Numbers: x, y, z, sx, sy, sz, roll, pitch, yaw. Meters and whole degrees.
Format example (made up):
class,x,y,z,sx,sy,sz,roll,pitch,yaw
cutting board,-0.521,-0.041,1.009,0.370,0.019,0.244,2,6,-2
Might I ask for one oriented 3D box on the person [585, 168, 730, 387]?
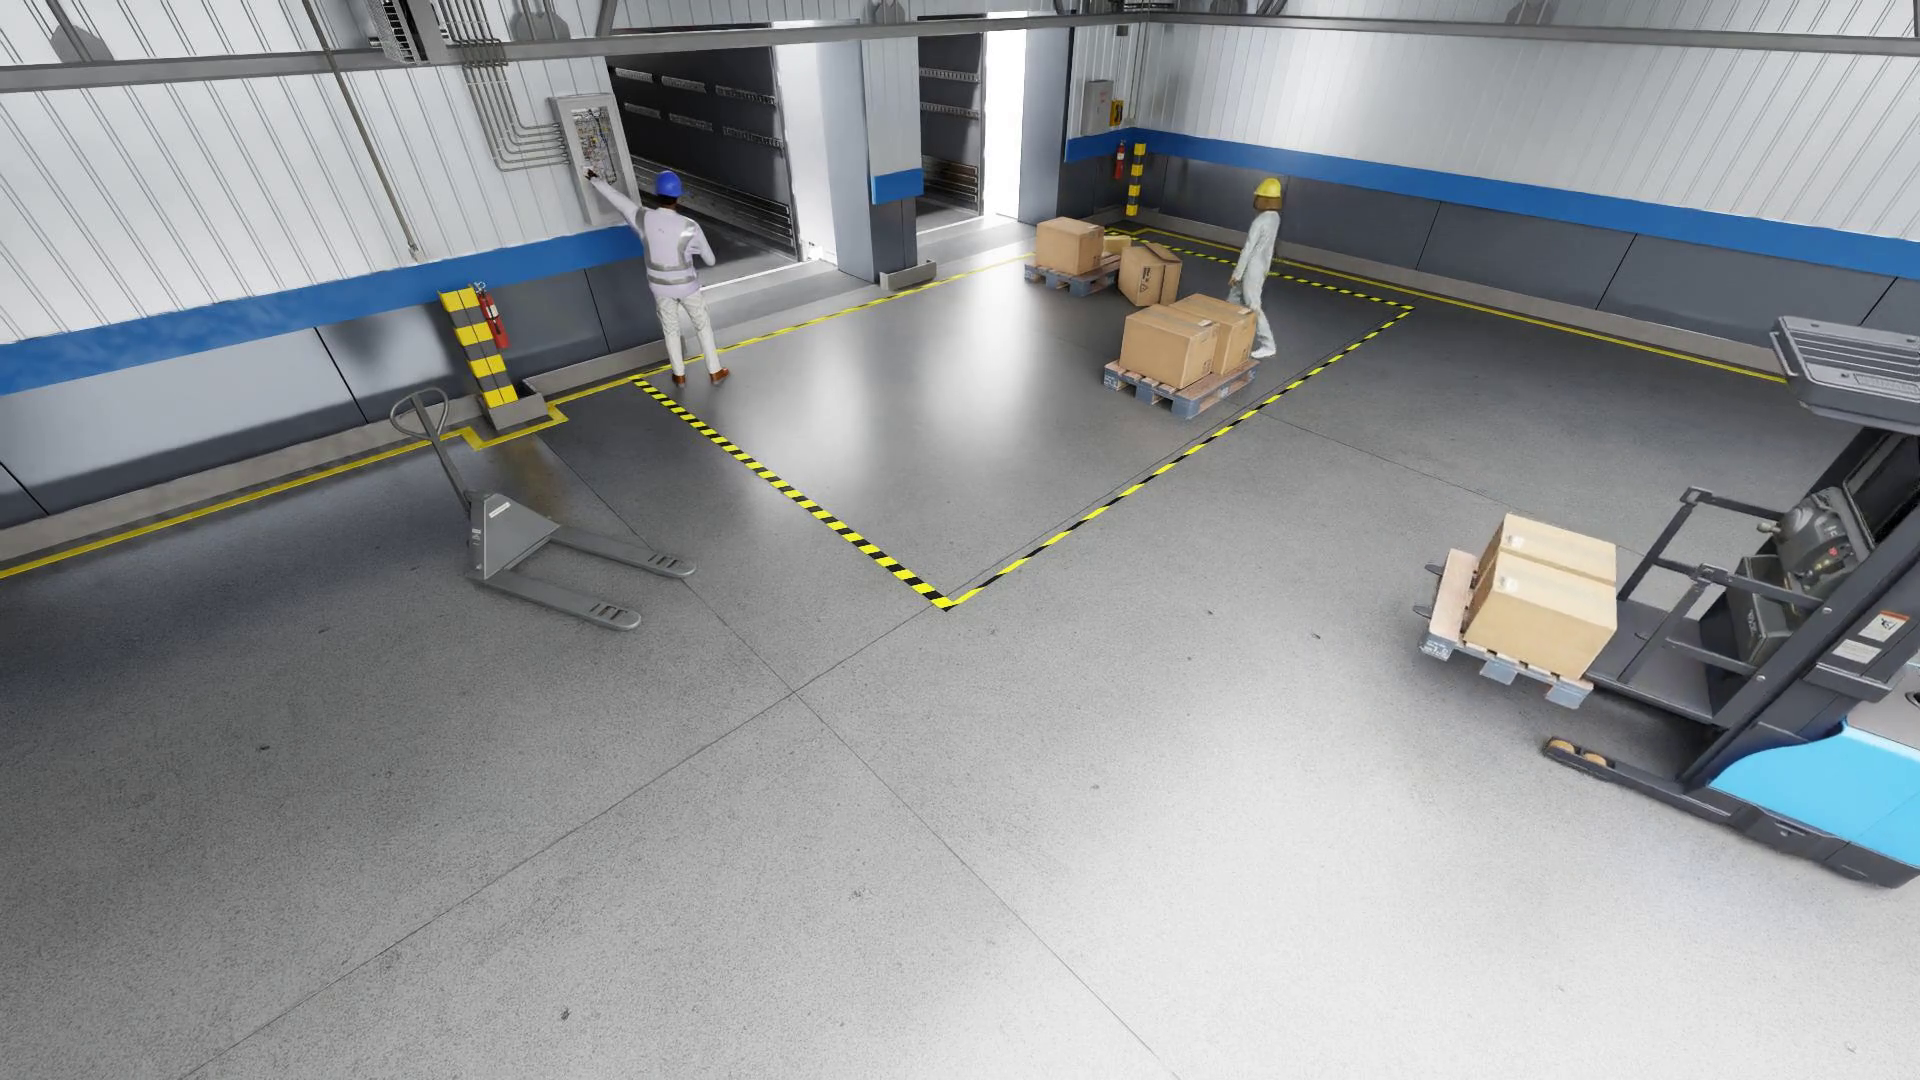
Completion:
class,x,y,z,sx,sy,sz,roll,pitch,yaw
person,-2.785,-2.421,6.864,1.059,1.906,0.690,-4,38,-5

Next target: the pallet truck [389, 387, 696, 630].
class,x,y,z,sx,sy,sz,roll,pitch,yaw
pallet truck,-2.613,-0.247,4.593,1.601,1.201,0.680,14,40,17

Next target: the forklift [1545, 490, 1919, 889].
class,x,y,z,sx,sy,sz,roll,pitch,yaw
forklift,3.934,0.447,3.040,0.776,2.013,0.716,23,43,27

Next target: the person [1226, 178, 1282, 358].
class,x,y,z,sx,sy,sz,roll,pitch,yaw
person,2.968,-2.737,7.435,0.898,1.694,0.500,26,45,29
